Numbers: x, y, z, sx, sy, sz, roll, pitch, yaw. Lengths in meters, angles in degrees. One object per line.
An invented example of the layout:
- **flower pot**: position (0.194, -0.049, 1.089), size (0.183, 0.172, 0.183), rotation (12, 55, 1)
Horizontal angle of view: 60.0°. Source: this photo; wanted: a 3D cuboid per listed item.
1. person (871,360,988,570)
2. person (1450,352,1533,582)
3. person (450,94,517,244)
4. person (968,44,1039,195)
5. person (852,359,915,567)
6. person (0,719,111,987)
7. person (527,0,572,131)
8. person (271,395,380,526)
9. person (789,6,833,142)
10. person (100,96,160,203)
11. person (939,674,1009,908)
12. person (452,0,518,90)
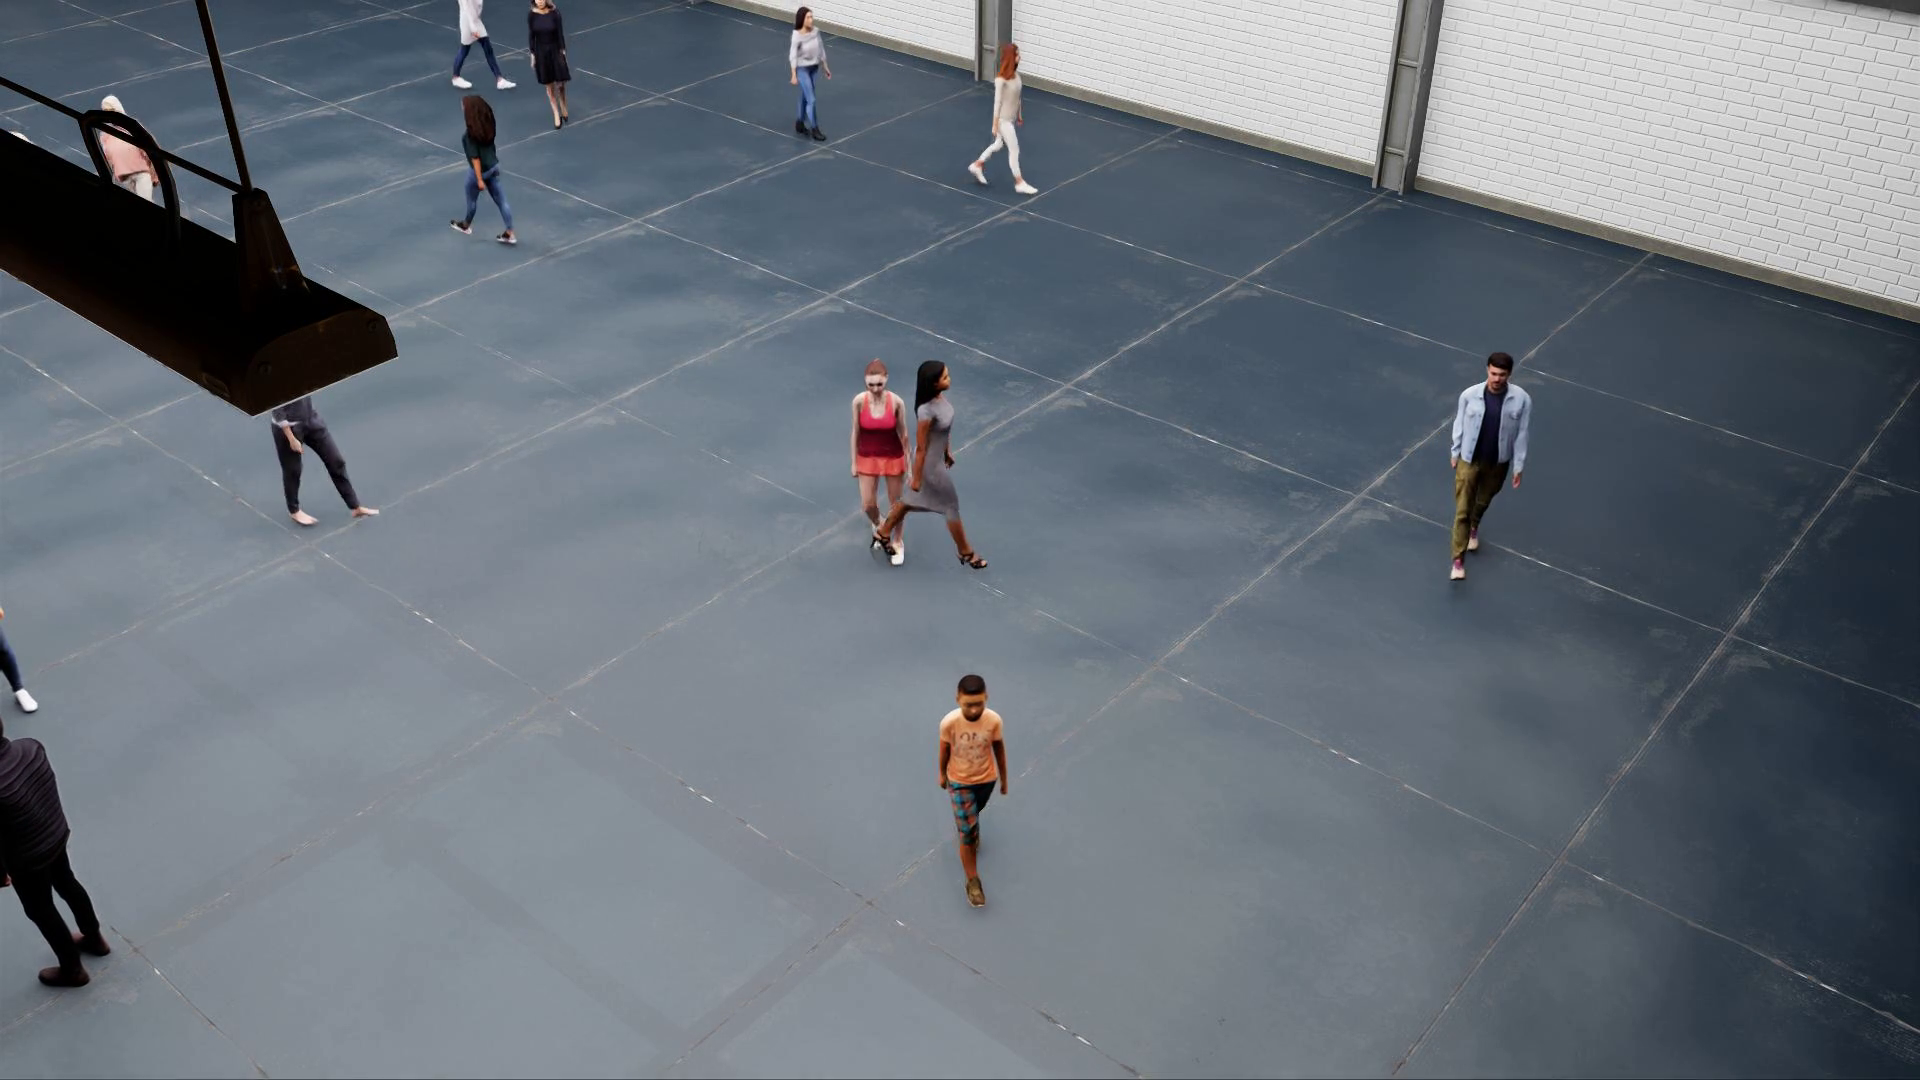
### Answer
- **person**: position (-0.324, -0.527, 12.400), size (1.196, 1.731, 1.005), rotation (3, 34, 5)
- **person**: position (3.952, -0.625, 12.514), size (1.193, 1.769, 1.087), rotation (7, 34, 11)
- **person**: position (-4.962, -3.885, 17.582), size (1.088, 1.587, 0.777), rotation (14, 36, 20)
- **person**: position (0.437, -4.759, 18.815), size (1.186, 1.677, 0.788), rotation (14, 36, 20)
- **person**: position (-0.596, -0.632, 12.552), size (0.792, 1.738, 0.855), rotation (-3, 34, -5)
- **person**: position (-5.026, 1.659, 9.014), size (0.773, 1.838, 0.774), rotation (5, 34, 7)
- **person**: position (-5.081, -5.985, 20.604), size (0.787, 1.738, 0.846), rotation (-4, 34, -5)
- **person**: position (-5.232, -0.877, 12.923), size (1.070, 1.735, 0.852), rotation (9, 35, 14)
- **person**: position (-1.934, -5.716, 20.317), size (0.828, 1.609, 0.622), rotation (22, 40, 30)
- **person**: position (-8.609, -3.820, 17.398), size (1.053, 1.683, 1.114), rotation (-3, 34, -4)
- **person**: position (0.061, 1.362, 9.834), size (0.901, 1.425, 1.032), rotation (-7, 34, -10)
- **person**: position (-6.463, -6.709, 21.699), size (1.202, 1.732, 0.997), rotation (5, 34, 7)
